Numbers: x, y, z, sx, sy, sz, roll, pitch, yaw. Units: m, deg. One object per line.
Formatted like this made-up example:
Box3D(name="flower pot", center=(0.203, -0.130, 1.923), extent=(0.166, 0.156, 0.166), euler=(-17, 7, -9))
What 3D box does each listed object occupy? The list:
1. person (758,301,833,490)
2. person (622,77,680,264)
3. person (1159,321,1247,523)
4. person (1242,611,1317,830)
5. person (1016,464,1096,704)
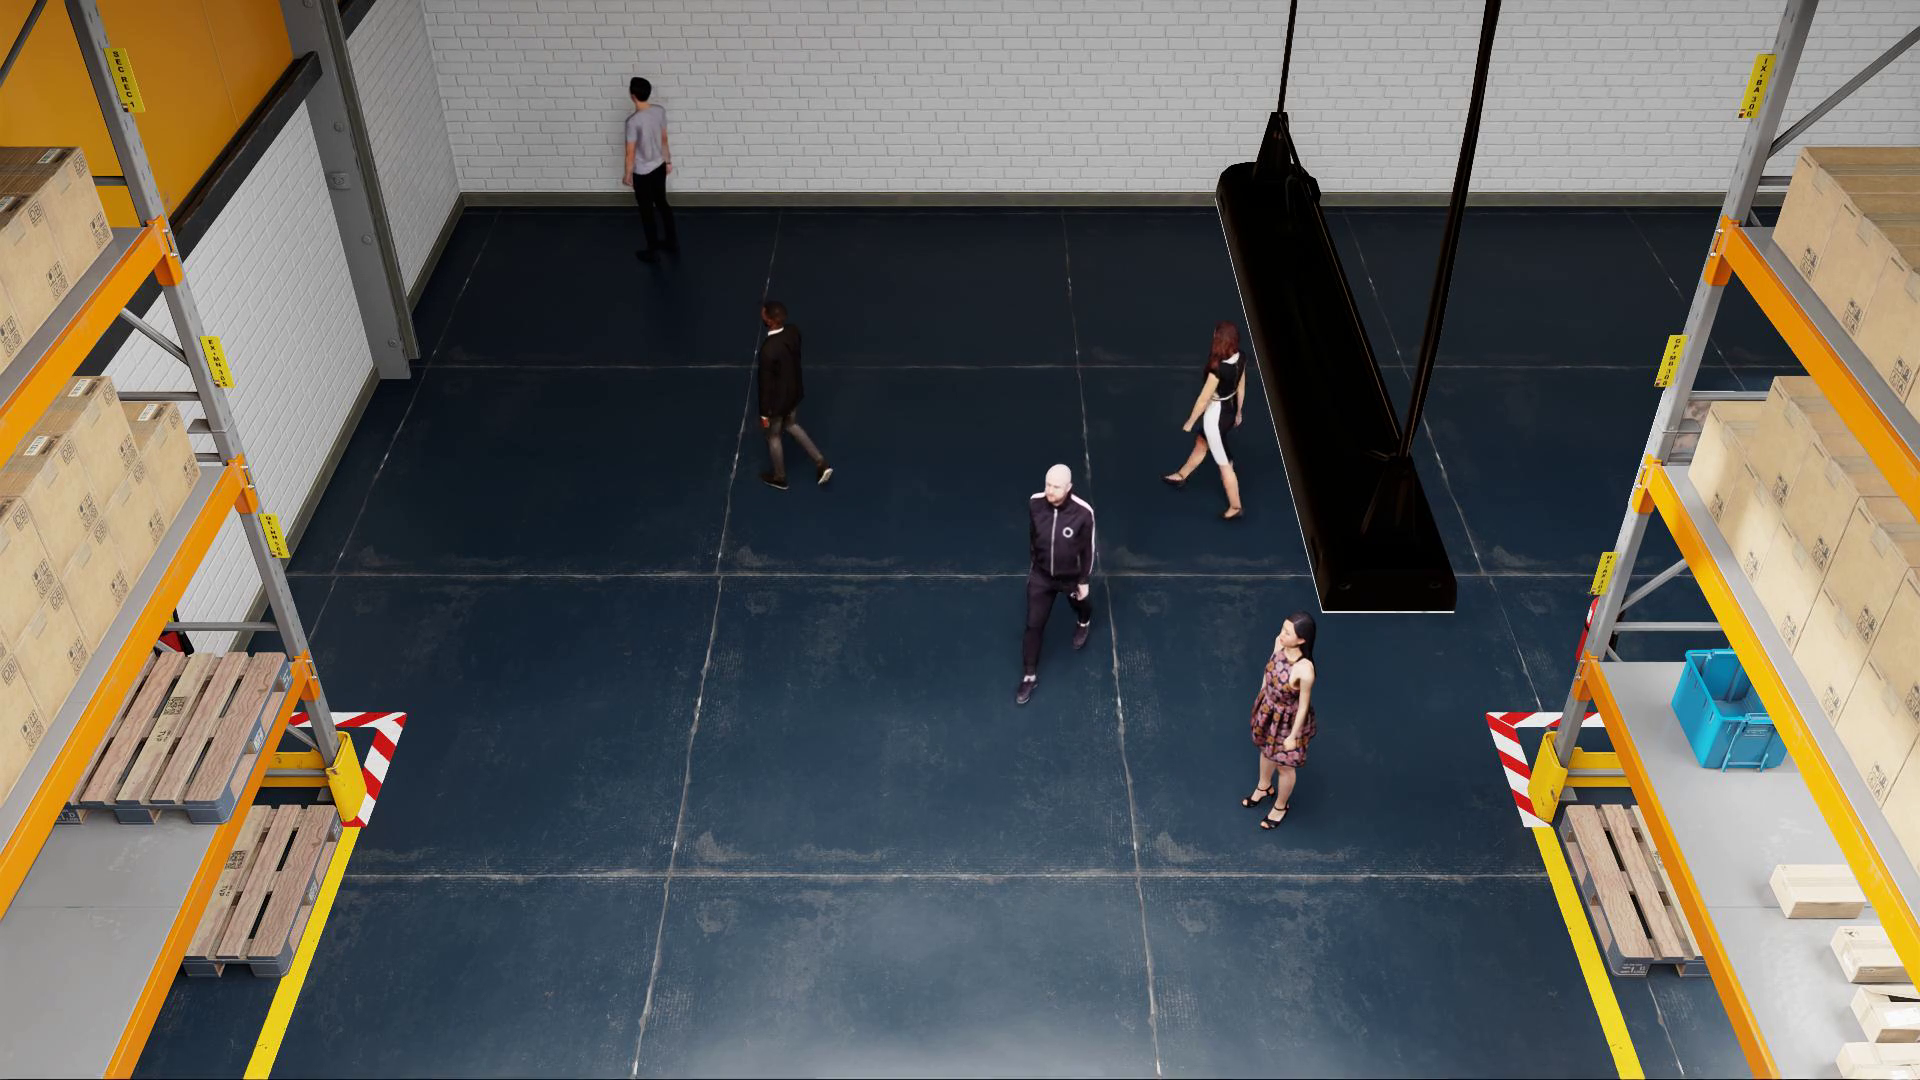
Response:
Box3D(name="person", center=(-1.357, -1.113, 13.285), extent=(1.011, 1.789, 1.006), euler=(21, 43, 24))
Box3D(name="person", center=(-3.050, -3.626, 16.416), extent=(0.819, 1.809, 0.699), euler=(21, 43, 25))
Box3D(name="person", center=(2.101, -0.863, 12.993), extent=(1.081, 1.763, 1.077), euler=(26, 45, 29))
Box3D(name="person", center=(2.027, 1.131, 10.487), extent=(0.827, 1.774, 0.733), euler=(-14, 41, -17))
Box3D(name="person", center=(0.747, 0.189, 11.654), extent=(0.946, 1.790, 1.305), euler=(13, 40, 16))
